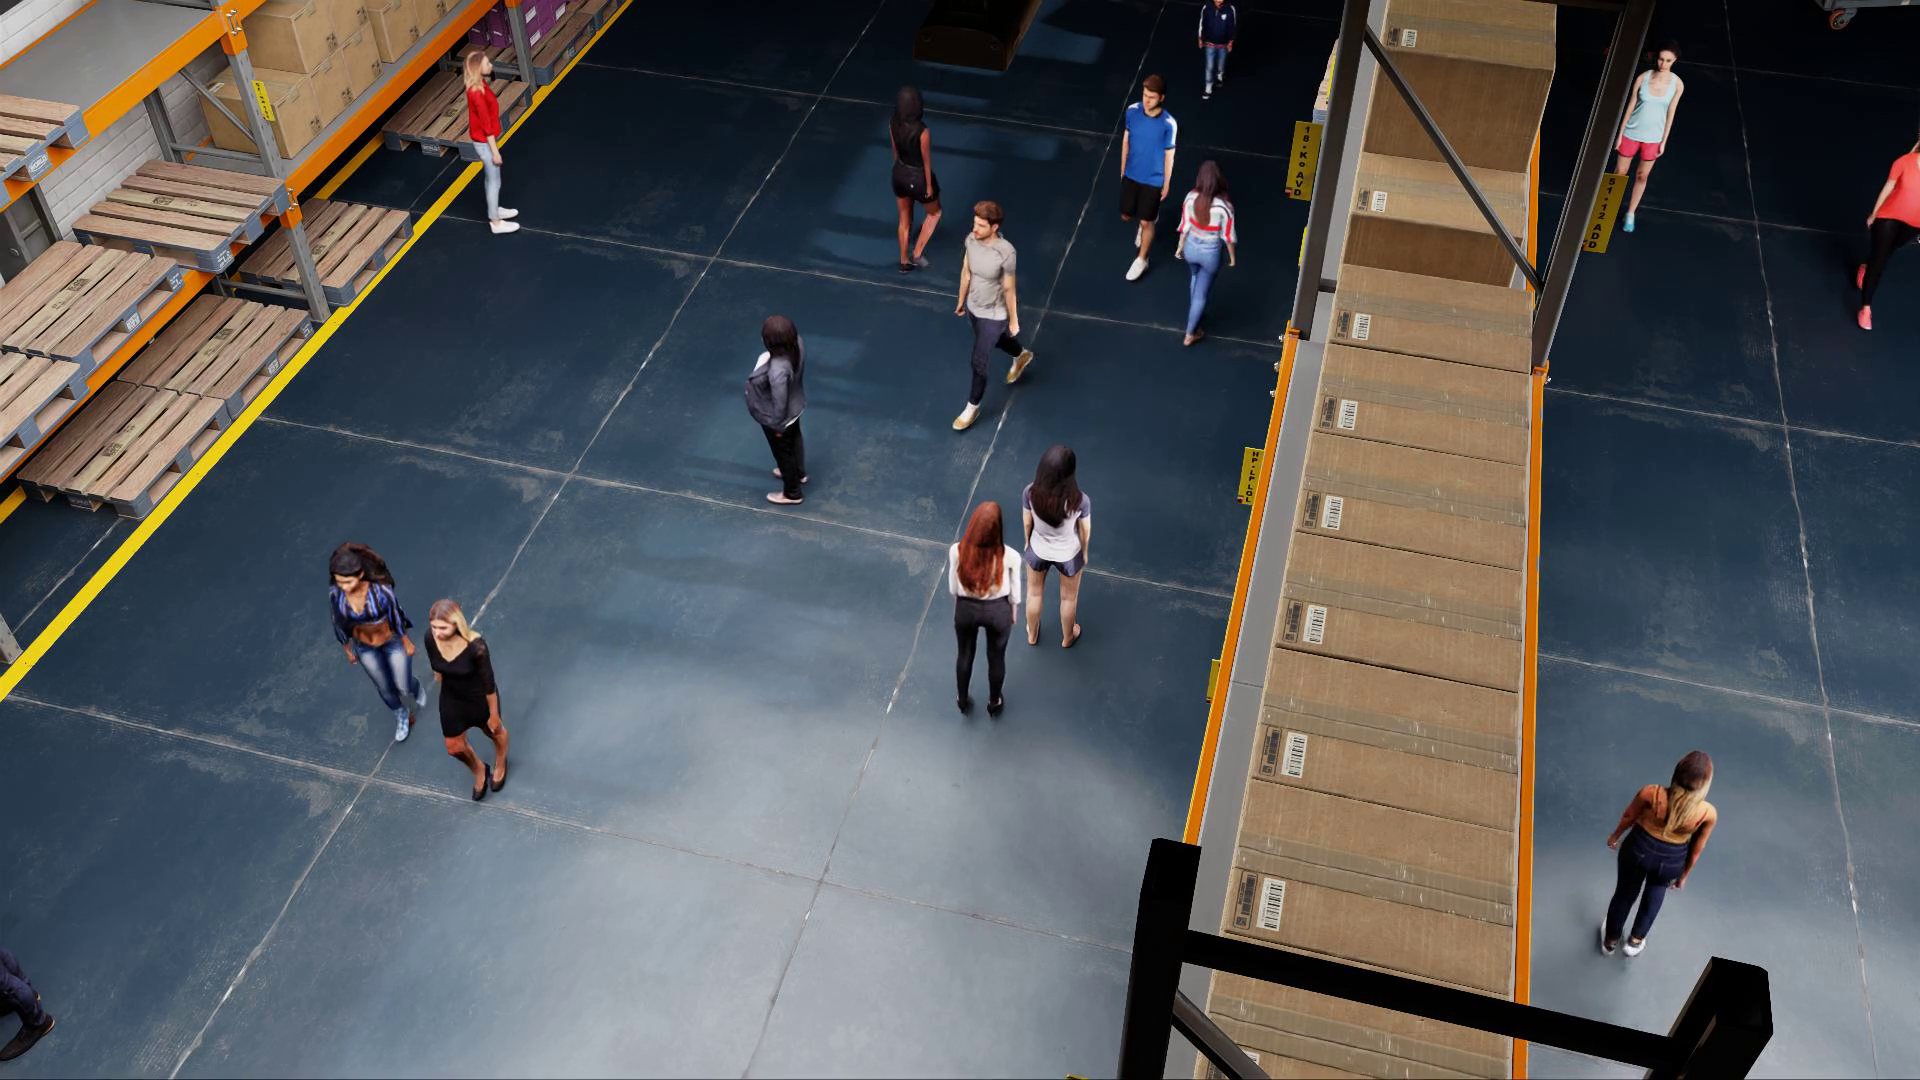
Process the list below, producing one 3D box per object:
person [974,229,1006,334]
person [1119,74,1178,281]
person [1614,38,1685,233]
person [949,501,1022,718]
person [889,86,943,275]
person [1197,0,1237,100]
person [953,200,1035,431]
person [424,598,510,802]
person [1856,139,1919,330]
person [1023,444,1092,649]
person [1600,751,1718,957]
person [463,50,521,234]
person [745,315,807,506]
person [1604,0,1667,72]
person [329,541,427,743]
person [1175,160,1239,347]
[{"bbox_3d":[0.224,-2.167,13.492,0.547,1.195,0.607,-22,48,-21],"label":"person"},{"bbox_3d":[1.616,-3.100,13.996,0.789,1.851,0.987,23,48,23],"label":"person"},{"bbox_3d":[5.950,-3.516,14.495,0.576,1.765,0.564,14,45,14],"label":"person"},{"bbox_3d":[0.155,0.461,10.325,0.619,1.758,0.540,4,44,4],"label":"person"},{"bbox_3d":[-0.456,-2.951,13.929,0.711,1.727,0.726,31,52,28],"label":"person"},{"bbox_3d":[2.557,-4.987,16.436,0.560,1.216,0.660,15,46,15],"label":"person"},{"bbox_3d":[0.281,-1.779,12.607,1.295,1.854,1.075,-33,52,-29],"label":"person"},{"bbox_3d":[-2.882,0.897,9.937,0.584,1.662,0.594,9,44,9],"label":"person"},{"bbox_3d":[7.701,-2.652,13.670,0.645,1.652,1.136,9,44,9],"label":"person"},{"bbox_3d":[0.612,0.050,10.793,0.600,1.707,0.538,8,44,8],"label":"person"},{"bbox_3d":[3.748,1.786,9.036,0.607,1.618,0.607,15,46,15],"label":"person"},{"bbox_3d":[-4.123,-3.474,14.498,0.758,1.700,0.650,-12,45,-12],"label":"person"},{"bbox_3d":[-1.266,-0.946,11.919,0.726,1.597,0.598,8,44,8],"label":"person"},{"bbox_3d":[6.366,-4.770,15.884,0.665,1.663,0.687,2,44,2],"label":"person"},{"bbox_3d":[-3.567,0.594,10.292,0.713,1.612,0.741,-1,44,-1],"label":"person"},{"bbox_3d":[1.901,-2.255,13.294,0.734,1.595,0.774,26,49,25],"label":"person"}]
